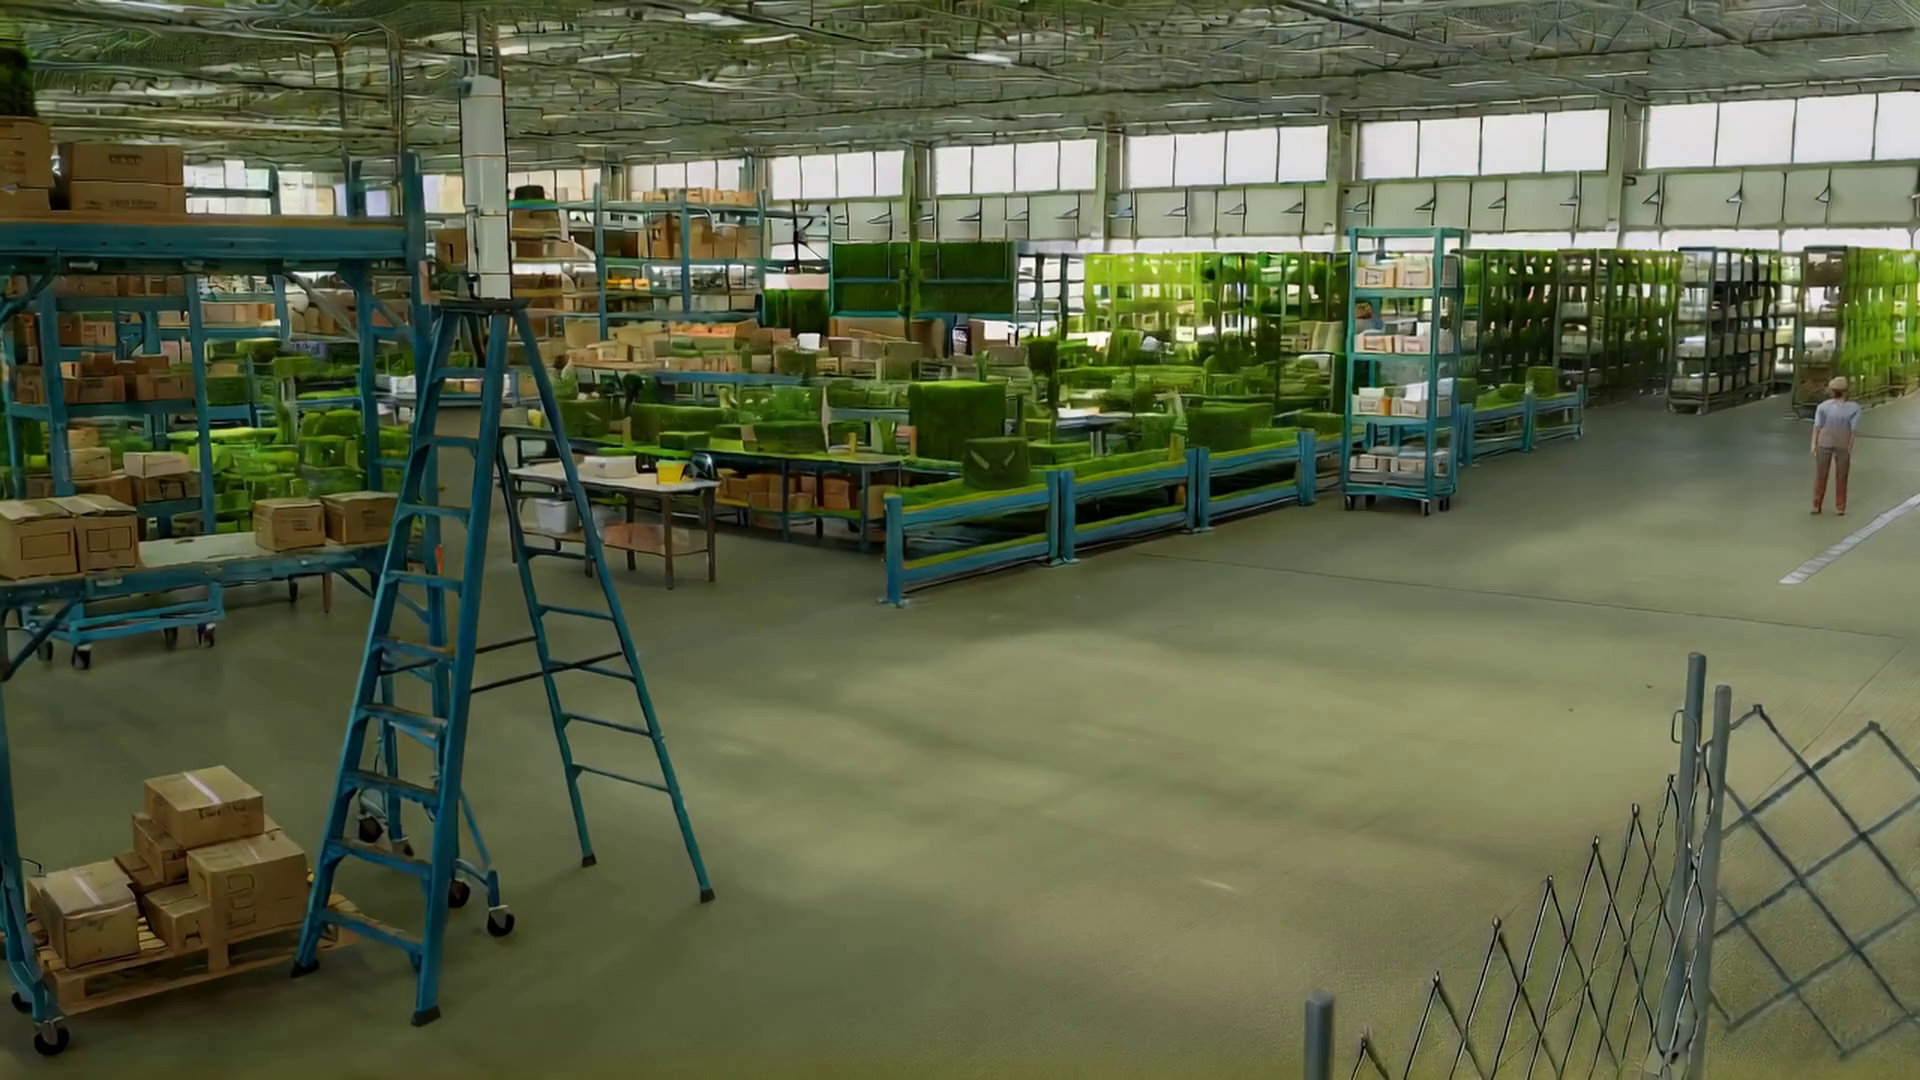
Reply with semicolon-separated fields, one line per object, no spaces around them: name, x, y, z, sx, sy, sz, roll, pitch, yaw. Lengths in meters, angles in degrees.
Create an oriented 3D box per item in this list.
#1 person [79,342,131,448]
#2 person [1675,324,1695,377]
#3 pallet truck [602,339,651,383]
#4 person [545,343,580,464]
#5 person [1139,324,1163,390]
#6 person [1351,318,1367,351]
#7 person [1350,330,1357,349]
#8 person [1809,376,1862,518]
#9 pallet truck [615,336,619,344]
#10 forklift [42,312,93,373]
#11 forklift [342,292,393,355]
person;-14.768;-2.463;28.600;1.005;1.853;0.672;-9;13;-44
person;18.249;-4.627;41.800;0.667;1.949;0.563;-2;9;-15
pallet truck;-8.991;-4.871;45.351;0.653;1.274;1.630;7;11;37
person;-6.326;-2.163;26.471;0.548;1.934;0.376;0;9;2
person;4.724;-4.542;41.809;0.942;1.790;0.590;3;9;16
person;9.280;-4.145;38.682;0.824;1.987;0.655;6;11;35
person;9.370;-4.178;39.360;0.451;1.828;0.608;6;11;35
person;10.914;-1.160;20.738;0.532;1.767;0.328;7;11;36
pallet truck;-10.690;-5.294;48.215;1.601;1.201;0.680;-5;10;-26
forklift;-23.779;-5.451;44.052;1.873;2.768;1.129;7;11;36
forklift;-16.485;-5.622;45.120;1.129;2.768;1.873;7;11;37
